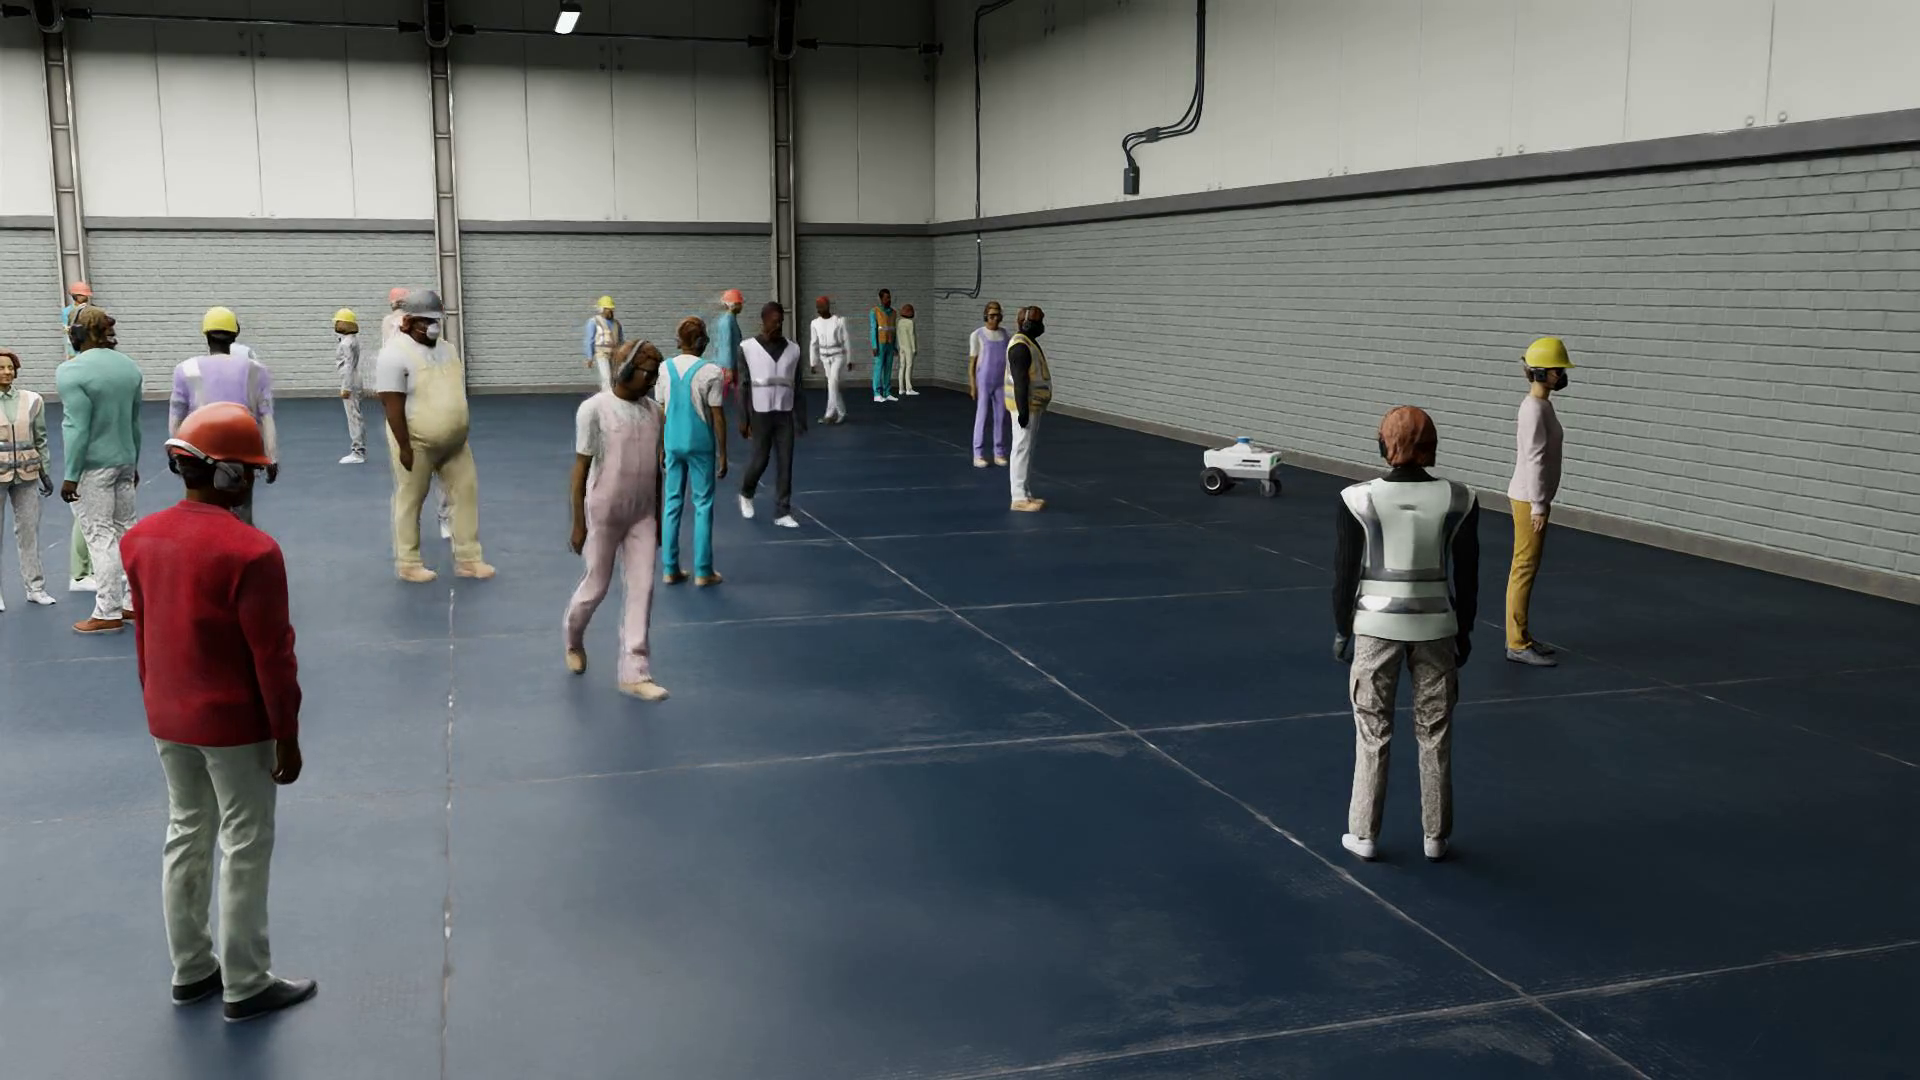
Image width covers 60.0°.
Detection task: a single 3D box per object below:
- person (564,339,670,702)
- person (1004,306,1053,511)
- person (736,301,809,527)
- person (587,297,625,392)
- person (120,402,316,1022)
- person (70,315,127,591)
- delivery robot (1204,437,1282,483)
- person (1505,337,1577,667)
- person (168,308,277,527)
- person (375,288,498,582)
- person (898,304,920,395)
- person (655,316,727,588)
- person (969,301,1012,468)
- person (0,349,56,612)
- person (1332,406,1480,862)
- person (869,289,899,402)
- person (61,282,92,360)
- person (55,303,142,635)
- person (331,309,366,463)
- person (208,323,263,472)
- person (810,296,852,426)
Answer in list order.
[{"bbox_3d":[-1.754,-0.121,8.410,0.572,1.793,0.875,-8,12,-43],"label":"person"},{"bbox_3d":[0.620,-1.186,15.006,0.429,1.841,0.634,2,9,10],"label":"person"},{"bbox_3d":[-1.602,-1.064,14.065,0.615,1.900,0.645,-5,10,-30],"label":"person"},{"bbox_3d":[-5.321,-2.805,25.430,0.758,1.804,0.627,7,12,40],"label":"person"},{"bbox_3d":[-2.064,0.483,4.693,0.574,1.738,0.355,4,10,25],"label":"person"},{"bbox_3d":[-5.803,-0.587,11.169,0.370,1.856,0.529,-2,9,-10],"label":"person"},{"bbox_3d":[2.730,-0.754,16.040,0.707,0.478,0.477,4,10,23],"label":"delivery robot"},{"bbox_3d":[3.137,-0.210,9.020,0.315,1.769,0.525,3,9,19],"label":"person"},{"bbox_3d":[-4.907,-0.585,11.056,0.603,1.881,0.961,-7,11,-36],"label":"person"},{"bbox_3d":[-3.543,-0.704,11.297,0.802,2.000,0.705,5,10,30],"label":"person"},{"bbox_3d":[-0.938,-3.427,29.963,0.278,1.633,0.501,-6,11,-34],"label":"person"},{"bbox_3d":[-1.816,-0.589,11.233,0.520,1.835,0.339,3,9,16],"label":"person"},{"bbox_3d":[0.354,-1.719,18.429,0.515,1.838,0.348,-4,10,-25],"label":"person"},{"bbox_3d":[-6.002,-0.379,10.489,0.308,1.645,0.515,7,11,38],"label":"person"},{"bbox_3d":[1.577,0.342,5.909,0.511,1.638,0.307,1,9,4],"label":"person"},{"bbox_3d":[-1.296,-3.325,28.408,0.392,1.920,0.593,8,12,40],"label":"person"},{"bbox_3d":[-13.046,-2.816,24.773,0.395,2.038,0.614,1,9,5],"label":"person"},{"bbox_3d":[-5.041,-0.413,9.766,0.357,1.938,0.638,1,9,9],"label":"person"},{"bbox_3d":[-6.940,-1.745,18.879,0.288,1.745,0.492,-2,9,-13],"label":"person"},{"bbox_3d":[-7.757,-1.537,17.820,0.705,1.659,0.585,7,11,38],"label":"person"},{"bbox_3d":[-1.870,-2.543,23.677,0.579,1.832,0.918,5,10,31],"label":"person"}]
